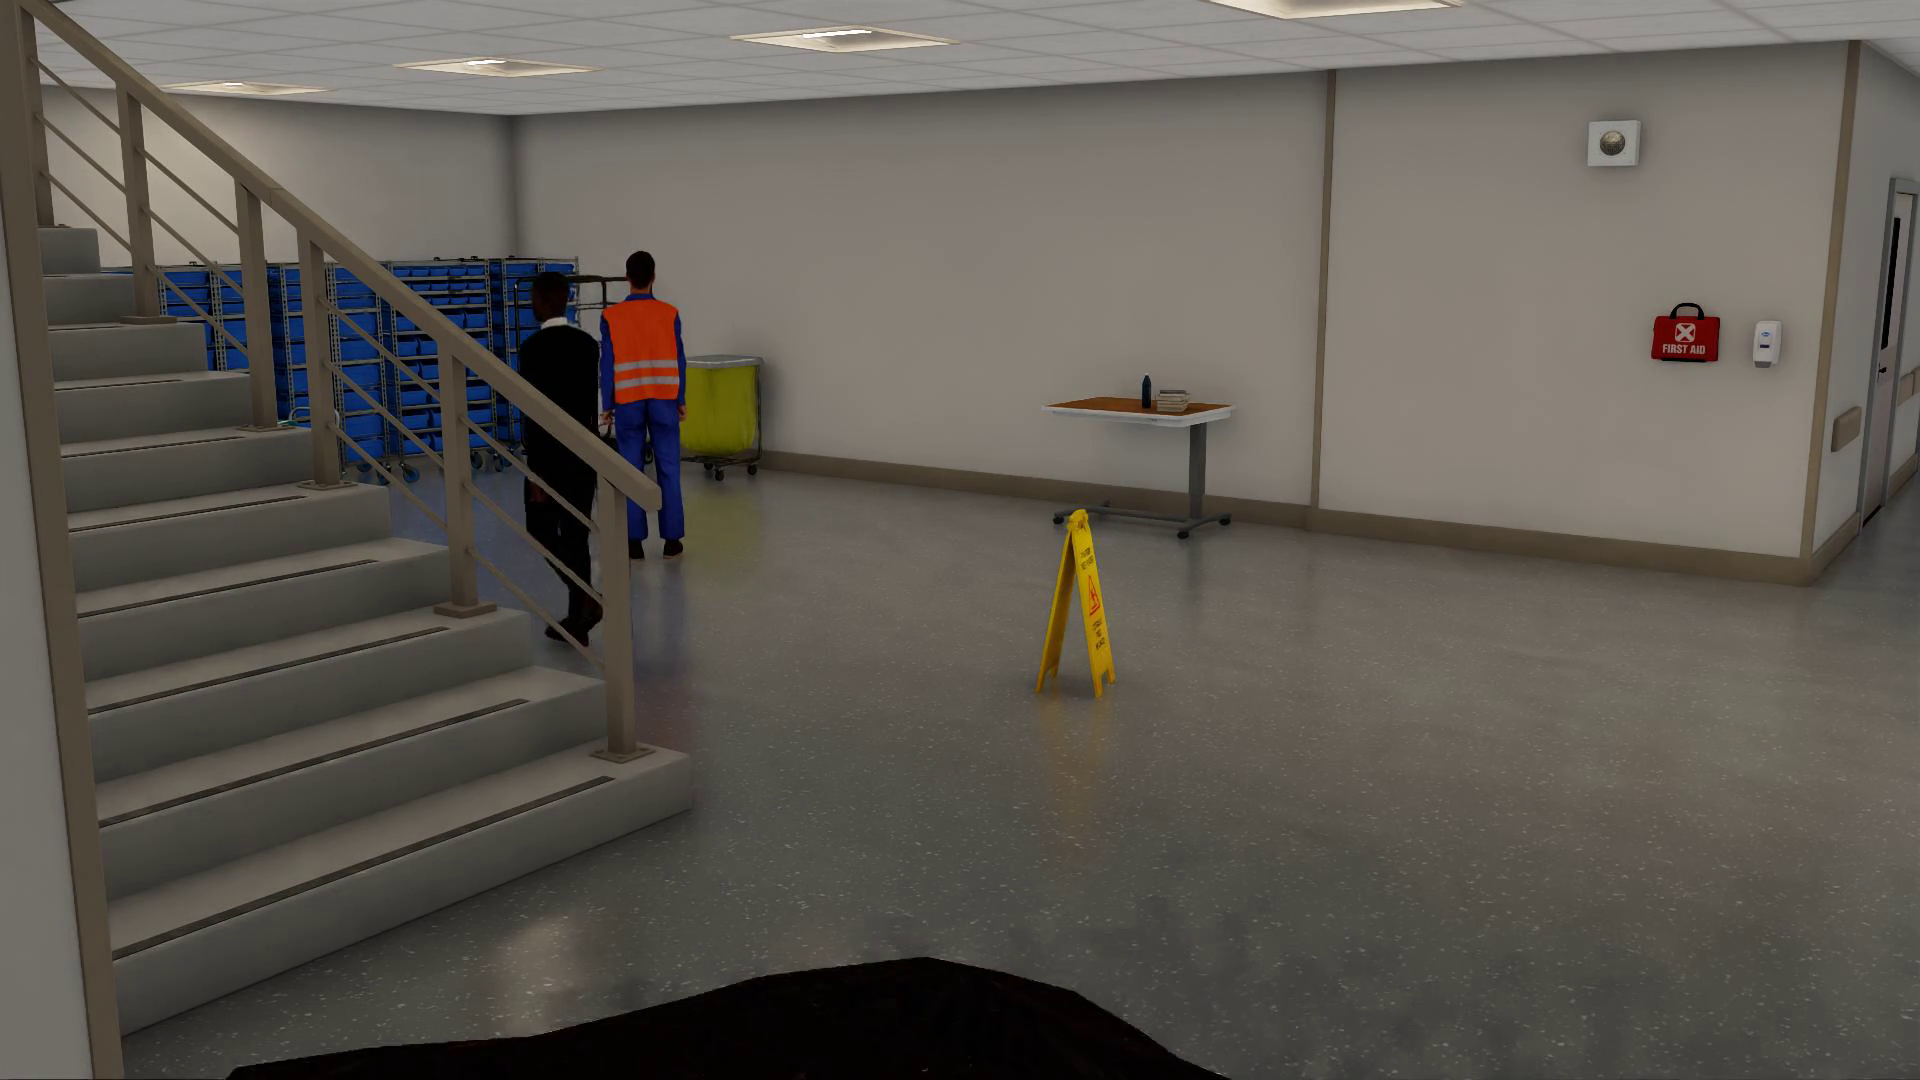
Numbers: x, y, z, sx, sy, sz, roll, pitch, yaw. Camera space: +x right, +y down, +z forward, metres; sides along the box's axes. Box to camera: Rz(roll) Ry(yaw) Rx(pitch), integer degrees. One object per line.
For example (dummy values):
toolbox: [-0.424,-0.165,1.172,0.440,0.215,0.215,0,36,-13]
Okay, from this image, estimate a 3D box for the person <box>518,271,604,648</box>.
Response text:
person: [-1.800,-0.359,7.872,0.783,1.797,0.664,8,14,38]

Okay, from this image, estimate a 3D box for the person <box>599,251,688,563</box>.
person: [-1.908,-0.813,10.085,0.783,1.864,0.815,-3,11,-17]
